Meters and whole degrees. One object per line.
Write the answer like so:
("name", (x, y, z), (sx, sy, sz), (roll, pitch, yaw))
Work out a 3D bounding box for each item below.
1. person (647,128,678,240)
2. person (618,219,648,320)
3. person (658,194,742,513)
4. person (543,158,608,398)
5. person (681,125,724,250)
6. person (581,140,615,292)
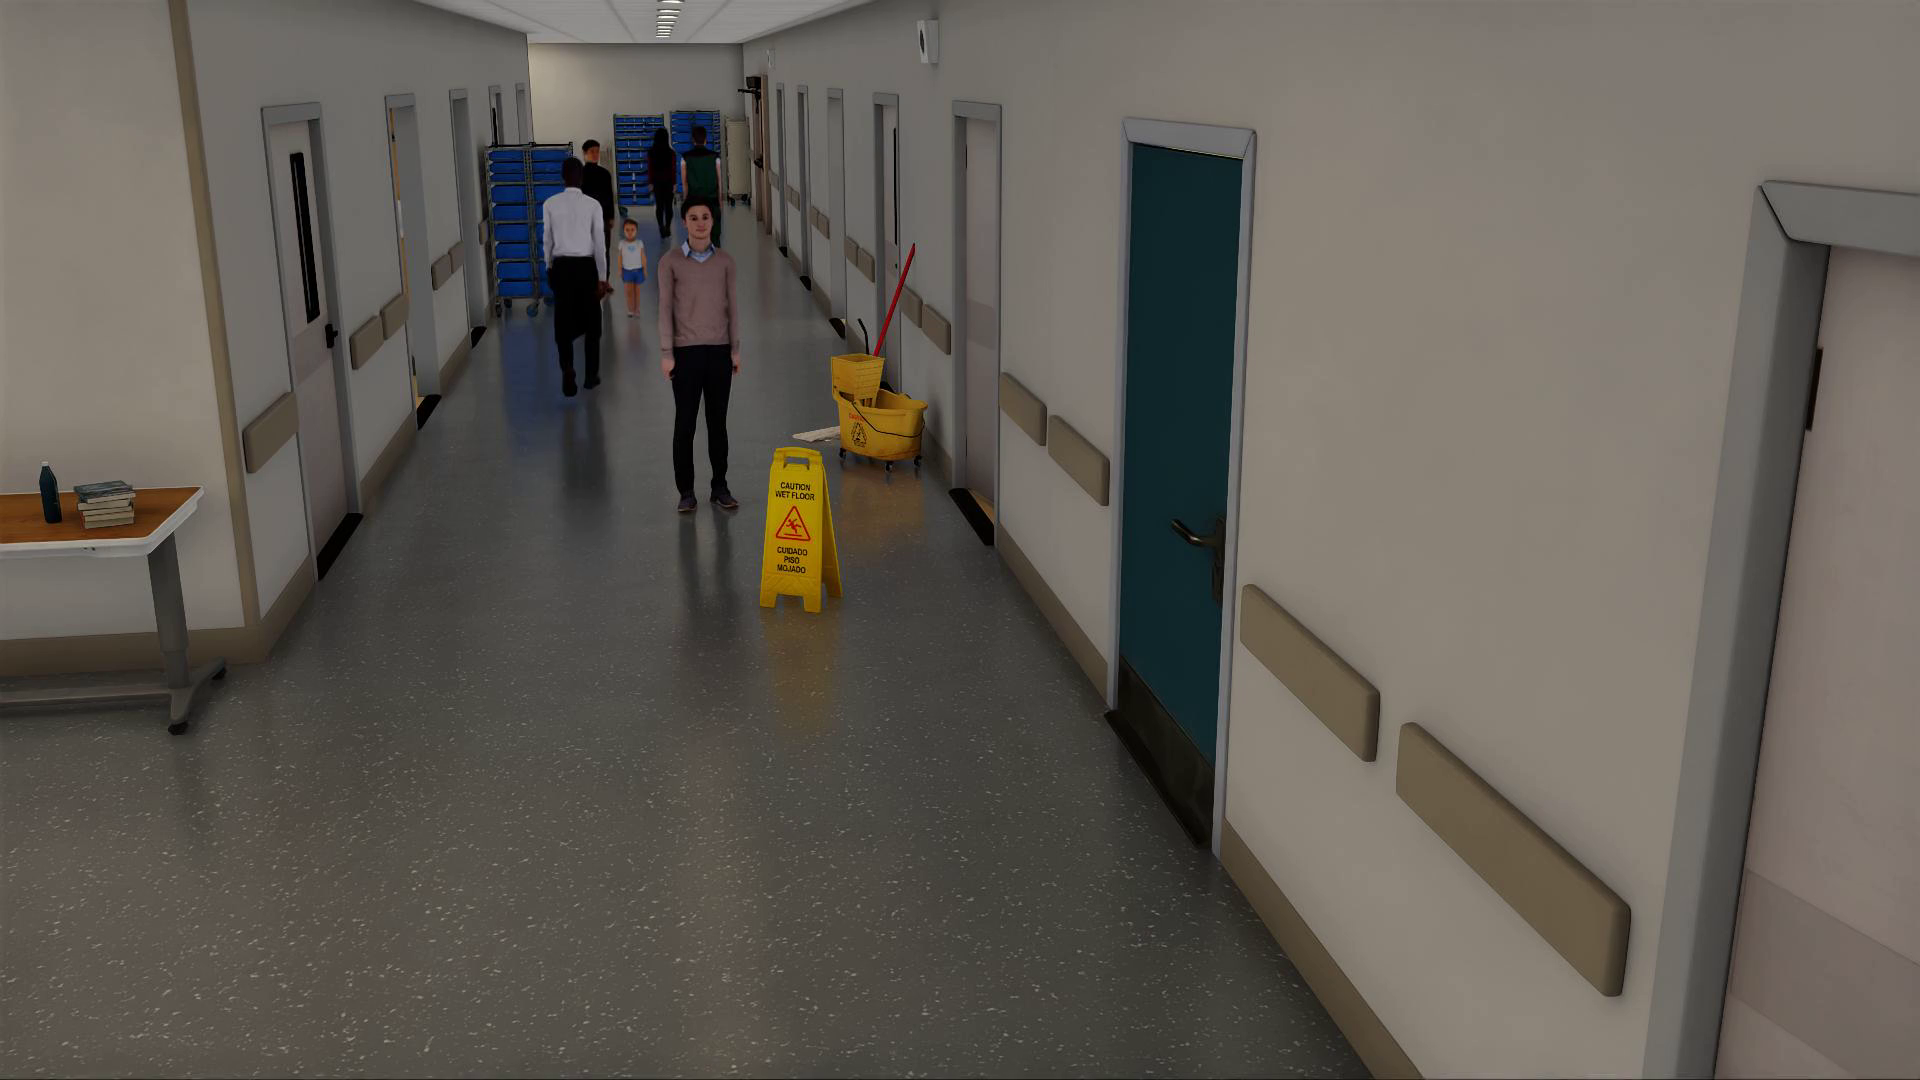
("person", (-4.453, -5.292, 24.868), (0.653, 1.621, 1.051), (-1, 16, -5))
("person", (-3.368, -2.794, 17.136), (0.441, 1.010, 0.608), (-3, 16, -11))
("person", (-1.488, -1.078, 9.576), (0.670, 1.809, 0.618), (-6, 17, -21))
("person", (-2.989, -1.991, 12.826), (0.672, 1.804, 1.149), (-2, 16, -7))
("person", (-3.145, -4.141, 20.380), (0.639, 1.838, 0.572), (-2, 16, -7))
("person", (-4.210, -3.709, 19.075), (0.716, 1.719, 0.671), (-9, 18, -29))
